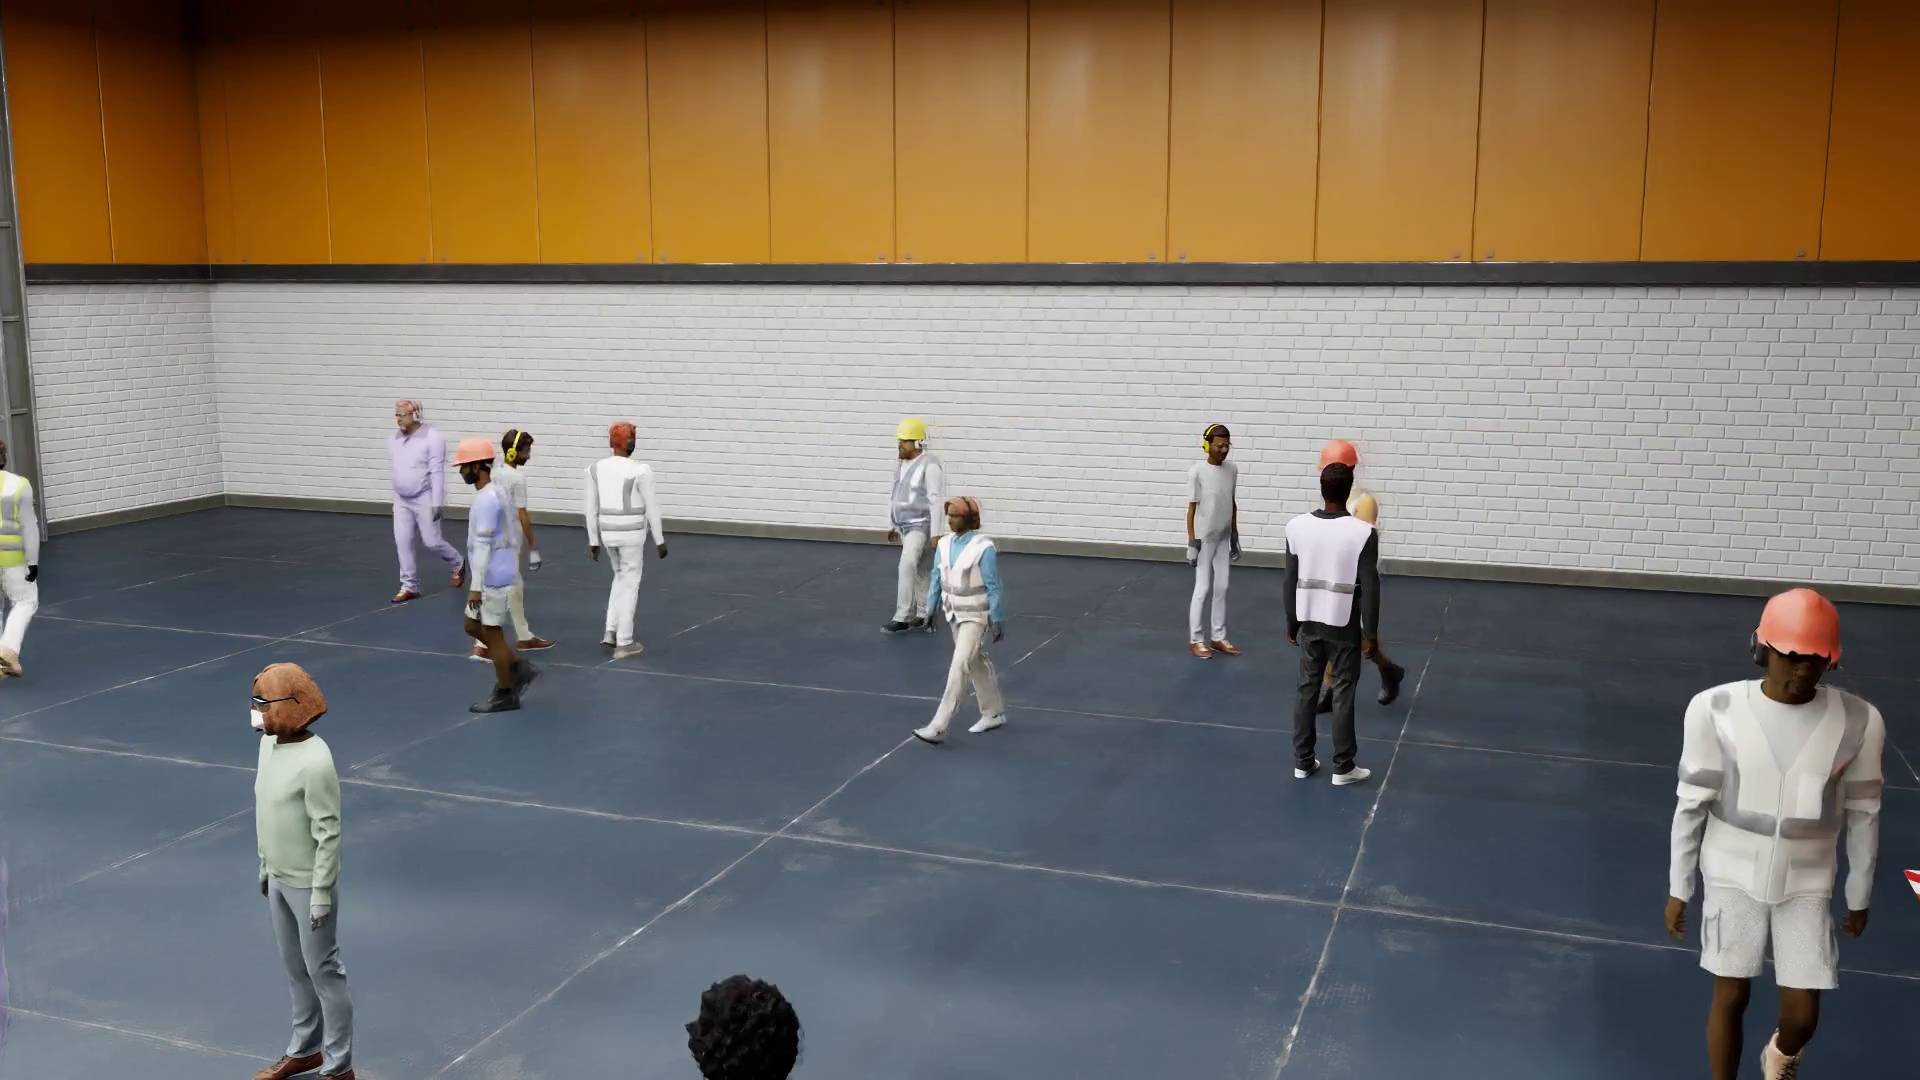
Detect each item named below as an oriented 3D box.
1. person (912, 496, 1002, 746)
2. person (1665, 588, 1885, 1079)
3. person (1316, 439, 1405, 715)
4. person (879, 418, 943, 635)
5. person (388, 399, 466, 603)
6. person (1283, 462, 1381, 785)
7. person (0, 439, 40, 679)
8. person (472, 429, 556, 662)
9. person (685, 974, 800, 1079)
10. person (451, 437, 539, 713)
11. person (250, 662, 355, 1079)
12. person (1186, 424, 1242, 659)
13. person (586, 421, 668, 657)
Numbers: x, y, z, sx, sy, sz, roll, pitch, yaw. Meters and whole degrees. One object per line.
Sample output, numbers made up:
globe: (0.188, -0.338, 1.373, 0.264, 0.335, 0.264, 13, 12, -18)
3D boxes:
person: (-0.030, 0.516, 10.717, 0.856, 1.589, 0.545, -7, 12, -39)
person: (2.718, 1.137, 5.576, 0.631, 2.022, 0.527, 4, 10, 22)
person: (2.714, 0.254, 11.400, 0.695, 1.921, 0.556, -4, 10, -23)
person: (-0.492, -0.107, 13.931, 0.731, 1.810, 0.620, -6, 11, -31)
person: (-4.997, -0.388, 15.474, 0.646, 1.880, 0.739, 3, 10, 19)
person: (2.201, 0.494, 9.874, 0.596, 1.920, 0.380, 7, 12, 38)
person: (-7.121, 0.152, 12.280, 0.631, 1.832, 0.529, -1, 9, -5)
person: (-3.558, 0.041, 13.034, 0.606, 1.826, 0.797, 9, 13, 44)
person: (-0.462, 1.669, 3.401, 0.546, 1.650, 0.883, -4, 10, -24)
person: (-3.240, 0.249, 11.431, 0.434, 1.918, 0.568, -3, 10, -19)
person: (-2.425, 1.249, 6.082, 0.501, 1.633, 0.279, 8, 12, 42)
person: (2.004, 0.009, 13.107, 0.524, 1.856, 0.340, -6, 11, -33)
person: (-2.635, -0.008, 13.144, 0.579, 1.865, 0.432, 5, 10, 27)
